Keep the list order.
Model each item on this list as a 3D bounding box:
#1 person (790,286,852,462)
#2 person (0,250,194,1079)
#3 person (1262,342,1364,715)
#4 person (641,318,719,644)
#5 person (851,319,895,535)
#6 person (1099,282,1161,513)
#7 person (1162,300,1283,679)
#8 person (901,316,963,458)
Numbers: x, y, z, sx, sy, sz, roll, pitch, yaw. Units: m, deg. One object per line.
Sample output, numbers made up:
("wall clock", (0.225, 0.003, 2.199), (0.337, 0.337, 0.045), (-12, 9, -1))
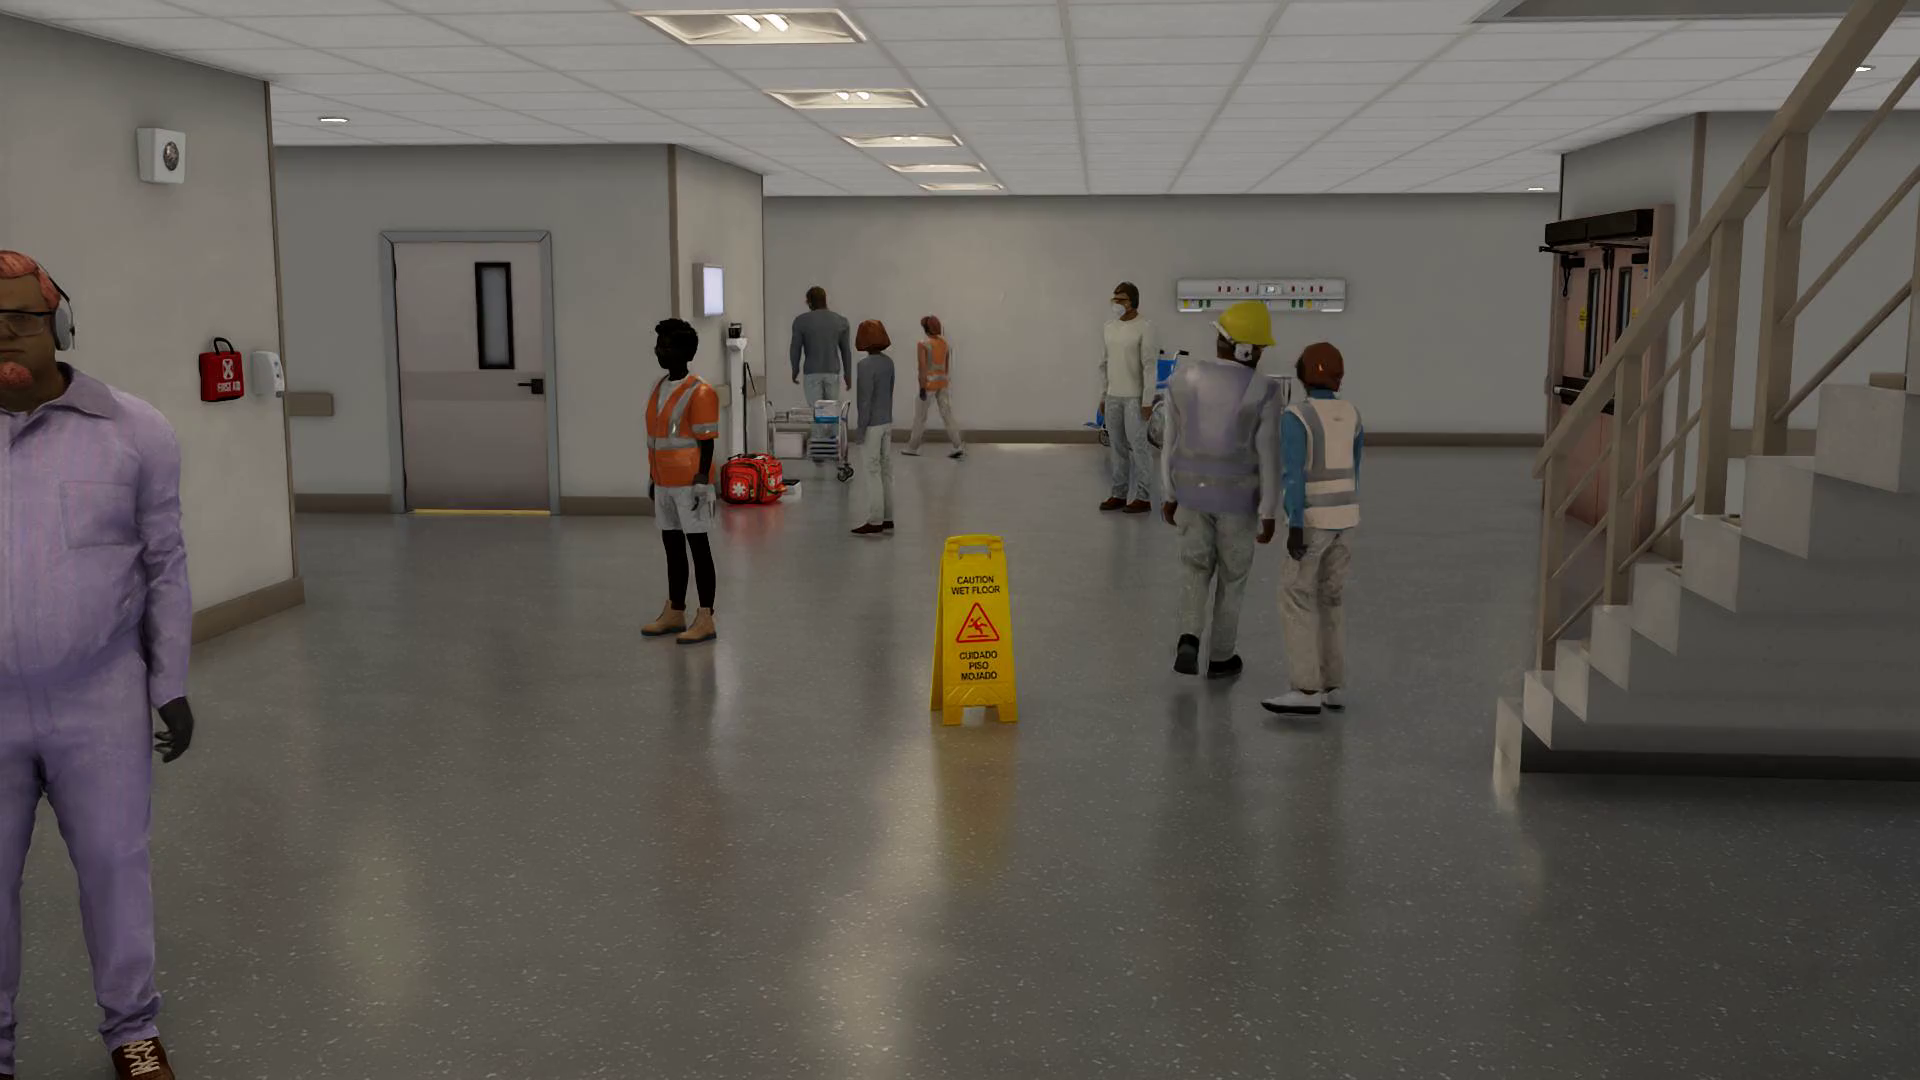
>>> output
("person", (-1.556, -1.803, 18.179), (0.652, 1.920, 0.654), (-3, 9, -20))
("person", (-2.016, 0.335, 3.639), (0.639, 1.909, 0.409), (-5, 9, -28))
("person", (1.572, -0.056, 7.282), (0.596, 1.609, 0.411), (-7, 11, -40))
("person", (-1.467, -0.308, 8.718), (0.321, 1.697, 0.530), (-8, 12, -43))
("person", (-0.657, -0.856, 12.661), (0.277, 1.633, 0.507), (4, 9, 23))
("person", (1.410, -1.188, 13.935), (0.368, 1.932, 0.622), (-6, 10, -37))
("person", (1.205, -0.209, 7.683), (0.604, 1.800, 0.578), (4, 9, 27))
("person", (-0.280, -1.715, 18.640), (0.871, 1.593, 0.534), (8, 12, 44))
